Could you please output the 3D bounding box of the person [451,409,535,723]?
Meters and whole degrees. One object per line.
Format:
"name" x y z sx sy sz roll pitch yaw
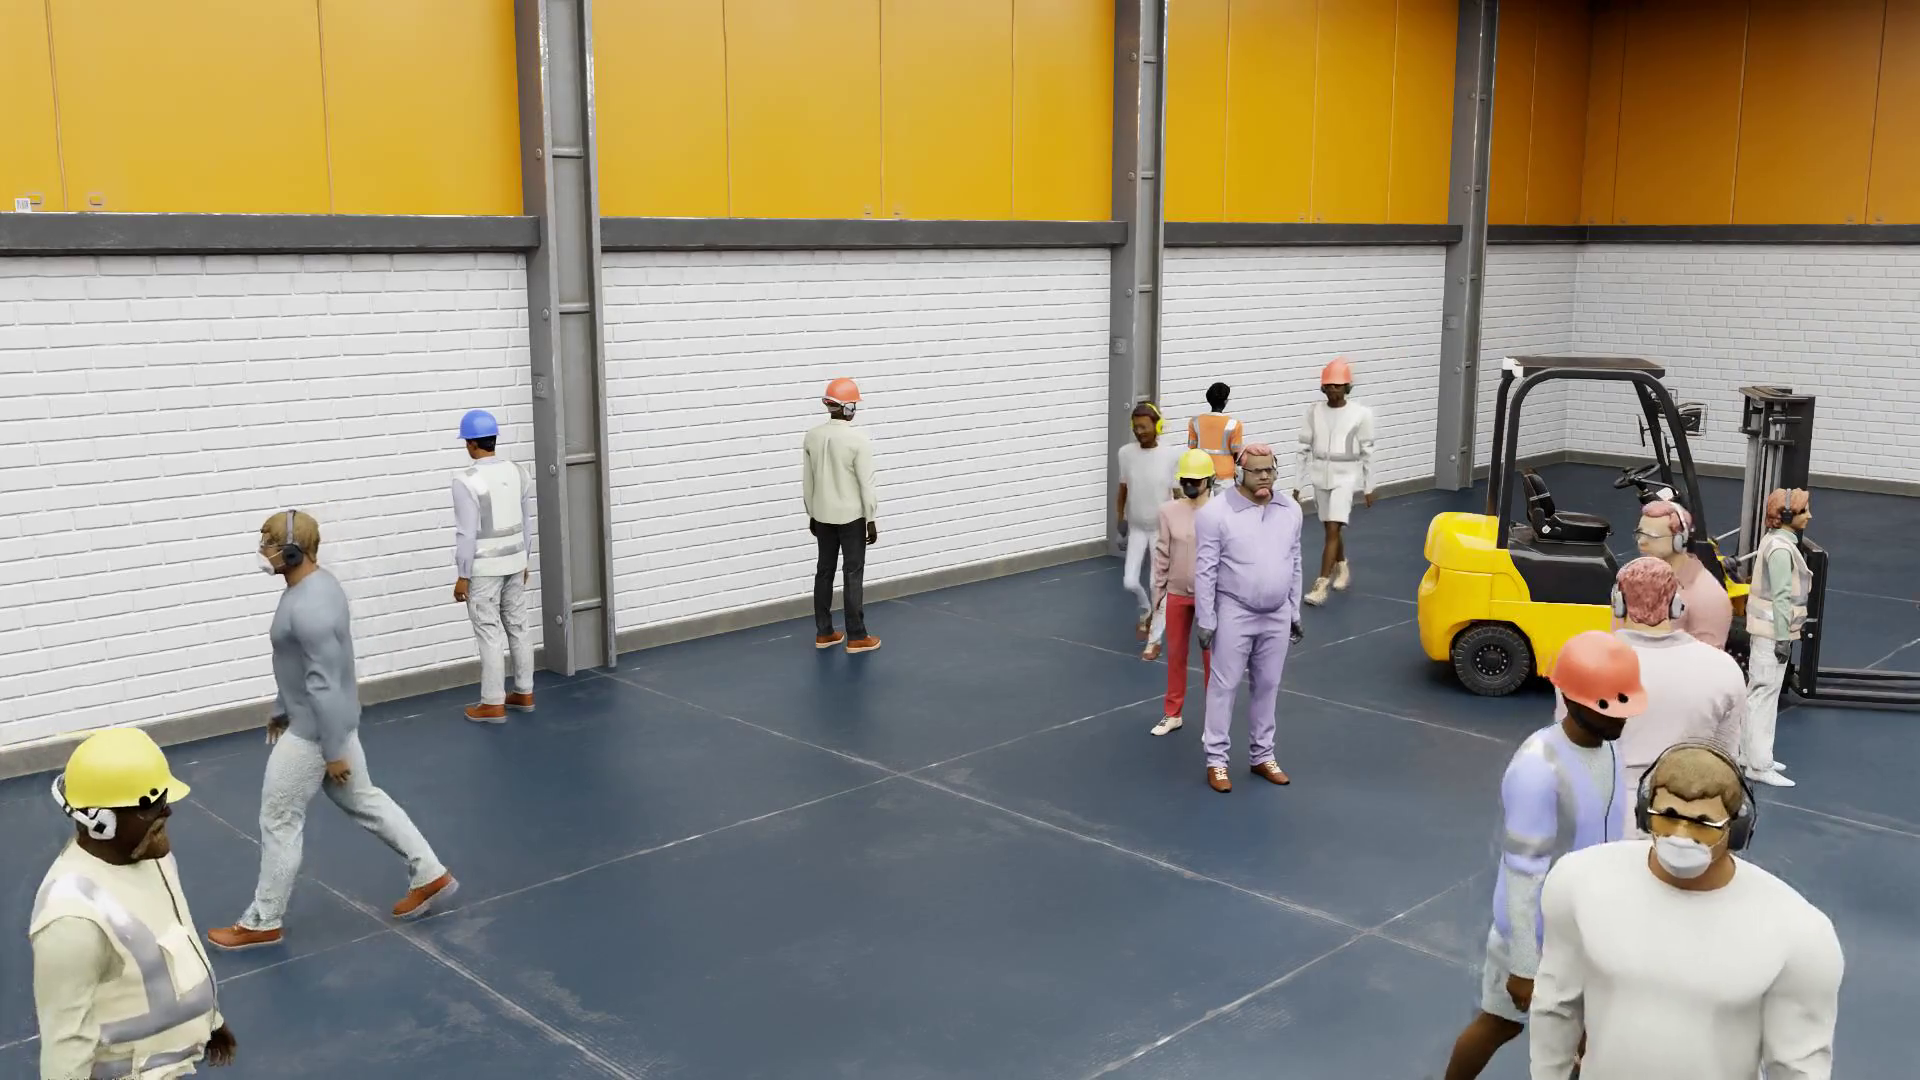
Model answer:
"person" -2.912 0.160 10.330 0.408 1.942 0.615 6 12 28

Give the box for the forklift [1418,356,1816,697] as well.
"forklift" 4.276 -0.101 11.076 2.313 2.155 1.214 2 11 13

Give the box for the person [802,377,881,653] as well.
"person" -0.852 -0.179 12.046 0.622 1.994 0.381 7 12 33

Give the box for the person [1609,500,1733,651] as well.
"person" 2.981 0.756 7.310 0.901 1.861 0.672 -4 11 -20

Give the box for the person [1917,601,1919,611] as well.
"person" 7.686 -0.102 12.719 0.513 1.593 0.839 1 10 8

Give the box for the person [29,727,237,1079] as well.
"person" -2.200 1.343 4.309 0.907 1.793 0.586 -3 11 -14

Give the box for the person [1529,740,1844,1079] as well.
"person" 1.554 1.385 3.707 0.649 1.918 0.686 7 12 33

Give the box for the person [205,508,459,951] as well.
"person" -2.684 0.788 7.081 1.019 1.901 0.645 -3 11 -16

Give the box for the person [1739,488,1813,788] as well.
"person" 4.501 0.523 9.185 0.310 1.642 0.514 4 11 19

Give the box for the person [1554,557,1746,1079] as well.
"person" 2.386 1.000 5.884 0.640 1.901 0.401 1 10 7

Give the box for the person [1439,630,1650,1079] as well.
"person" 1.820 1.158 5.084 0.553 1.867 0.976 -8 13 -36

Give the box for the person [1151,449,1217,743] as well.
"person" 1.391 0.332 9.889 0.533 1.765 0.330 6 12 29

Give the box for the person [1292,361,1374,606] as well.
"person" 3.098 -0.495 13.788 0.631 1.997 1.064 7 12 33

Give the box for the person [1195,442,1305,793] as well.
"person" 1.592 0.415 9.048 0.654 1.906 0.406 -4 11 -19

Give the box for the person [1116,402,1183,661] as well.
"person" 1.371 -0.074 11.885 0.555 1.849 0.476 5 11 24

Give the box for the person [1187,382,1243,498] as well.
"person" 2.311 -0.588 15.112 0.531 1.690 0.322 5 12 27
